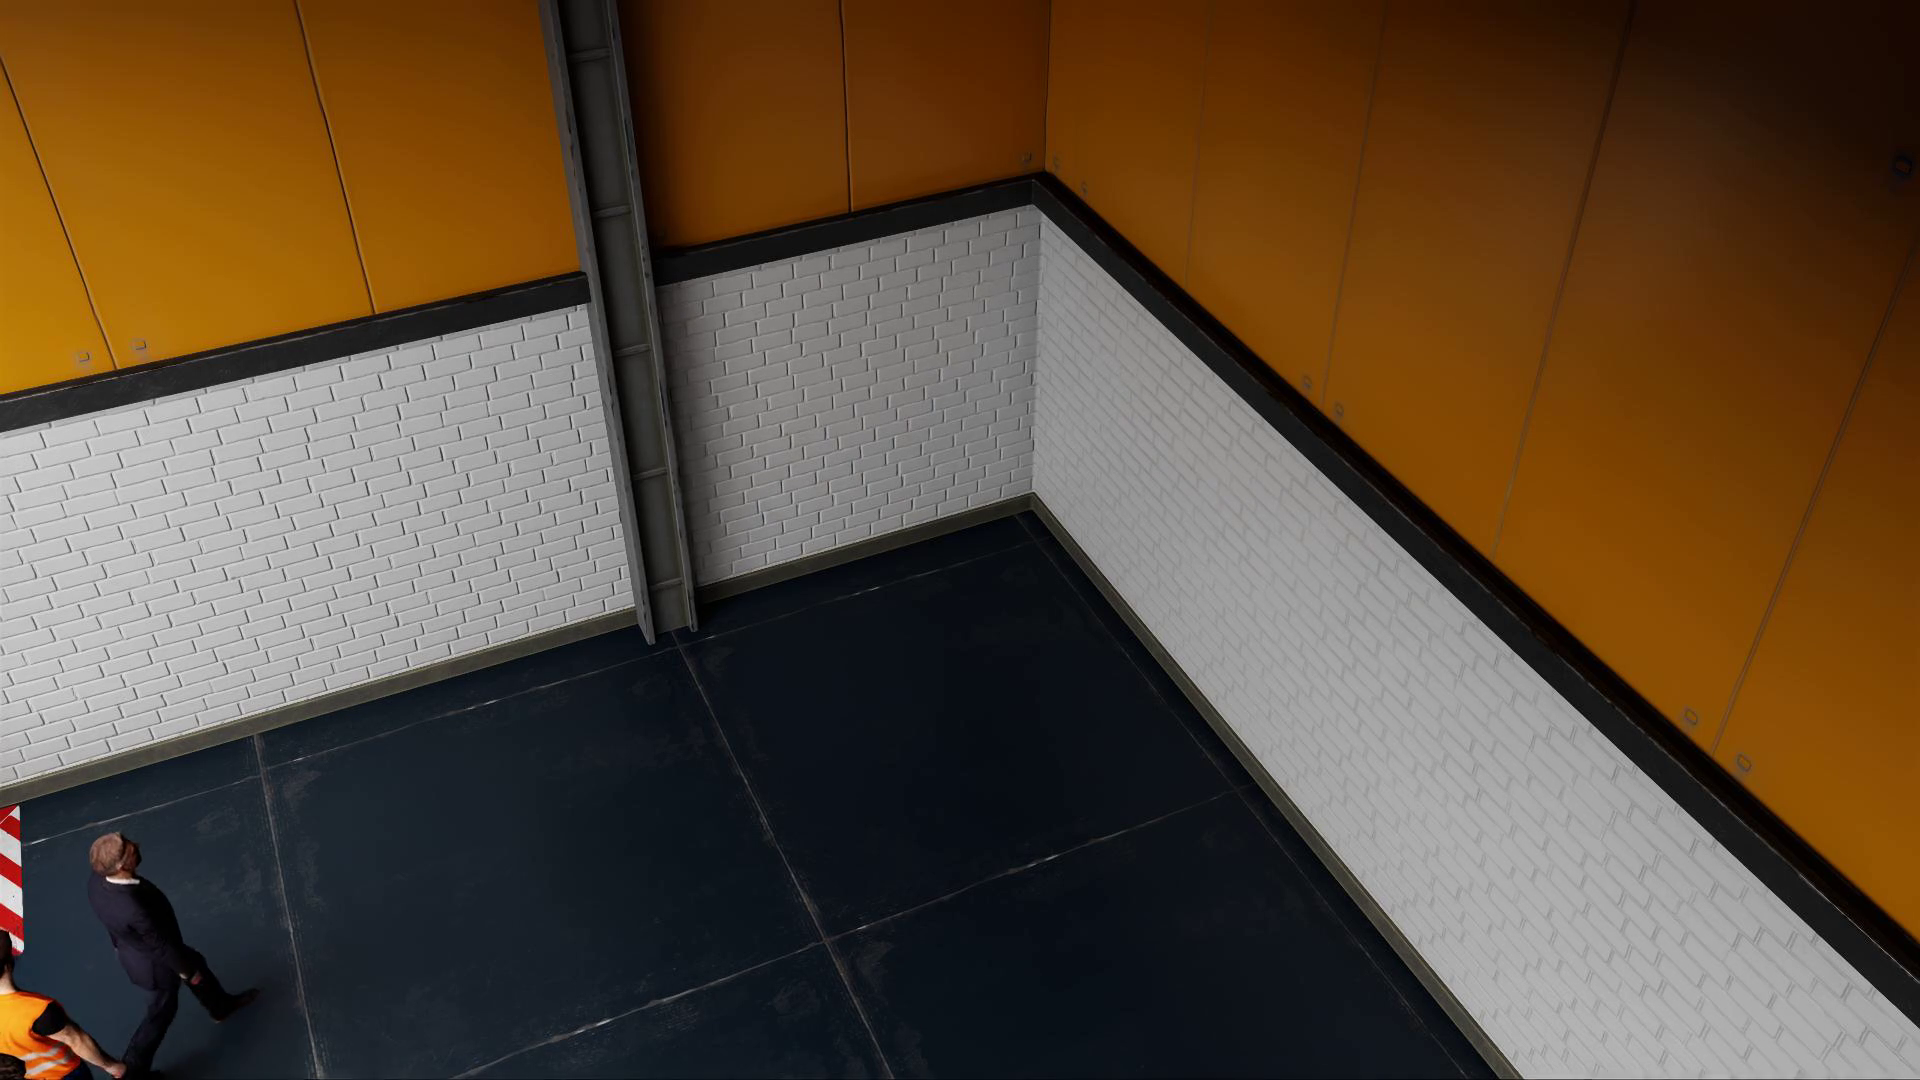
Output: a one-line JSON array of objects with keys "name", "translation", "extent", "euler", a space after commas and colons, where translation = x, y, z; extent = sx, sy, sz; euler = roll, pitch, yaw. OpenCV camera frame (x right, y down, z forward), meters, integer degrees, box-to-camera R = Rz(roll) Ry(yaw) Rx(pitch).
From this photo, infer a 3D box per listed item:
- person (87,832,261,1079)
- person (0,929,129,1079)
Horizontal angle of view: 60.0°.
[{"name": "person", "translation": [-4.511, 2.325, 9.120], "extent": [1.002, 1.789, 1.264], "euler": [30, 47, 32]}, {"name": "person", "translation": [-4.712, 2.727, 8.548], "extent": [0.820, 1.875, 0.937], "euler": [8, 39, 10]}]
